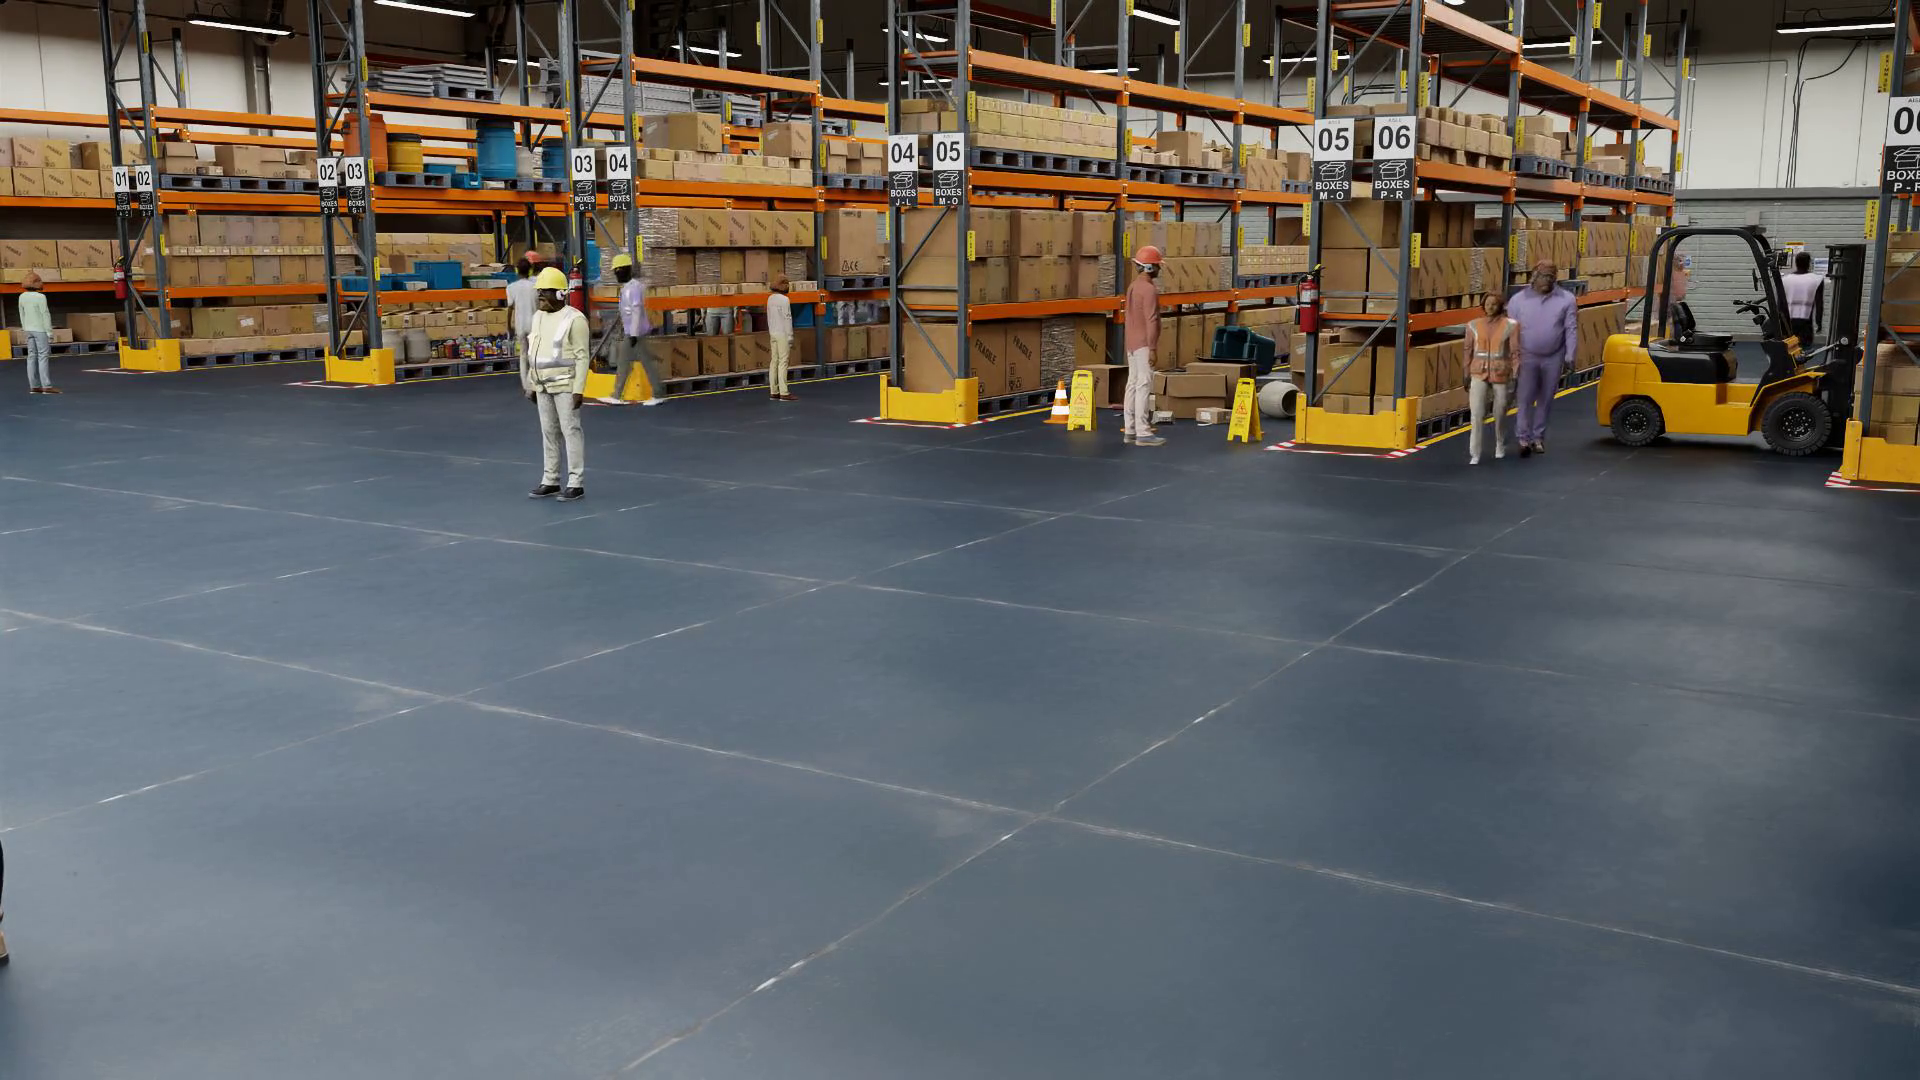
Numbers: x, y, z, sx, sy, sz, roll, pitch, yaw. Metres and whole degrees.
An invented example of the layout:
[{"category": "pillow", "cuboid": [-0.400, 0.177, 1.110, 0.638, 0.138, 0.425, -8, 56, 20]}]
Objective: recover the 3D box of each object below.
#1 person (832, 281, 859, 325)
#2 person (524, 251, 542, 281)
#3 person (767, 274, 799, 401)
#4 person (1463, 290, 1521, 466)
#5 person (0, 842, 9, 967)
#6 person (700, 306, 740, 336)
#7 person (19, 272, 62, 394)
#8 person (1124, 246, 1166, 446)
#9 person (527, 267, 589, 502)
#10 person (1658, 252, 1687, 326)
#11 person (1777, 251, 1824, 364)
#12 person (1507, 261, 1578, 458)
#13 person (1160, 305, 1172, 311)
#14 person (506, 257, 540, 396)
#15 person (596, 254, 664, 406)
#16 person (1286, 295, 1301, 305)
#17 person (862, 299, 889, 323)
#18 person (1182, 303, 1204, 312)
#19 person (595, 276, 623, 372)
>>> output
[{"category": "person", "cuboid": [-2.164, -4.514, 31.494, 0.512, 1.860, 0.350, -2, 10, -9]}, {"category": "person", "cuboid": [-6.174, -3.193, 23.938, 0.575, 1.904, 0.835, 7, 12, 33]}, {"category": "person", "cuboid": [-2.305, -2.612, 21.464, 0.281, 1.633, 0.500, -8, 13, -37]}, {"category": "person", "cuboid": [4.931, -1.514, 15.403, 0.524, 1.606, 0.837, 5, 11, 25]}, {"category": "person", "cuboid": [-2.749, 0.404, 4.393, 0.319, 1.696, 0.532, -3, 10, -15]}, {"category": "person", "cuboid": [-3.647, -3.441, 25.299, 0.625, 1.931, 0.376, 1, 10, 3]}, {"category": "person", "cuboid": [-12.433, -2.786, 22.424, 0.499, 1.636, 0.286, 4, 11, 21]}, {"category": "person", "cuboid": [1.855, -1.949, 16.733, 0.391, 1.995, 0.613, -3, 10, -14]}, {"category": "person", "cuboid": [-3.183, -1.220, 13.102, 0.586, 1.835, 0.403, 7, 12, 35]}, {"category": "person", "cuboid": [13.086, -4.340, 30.552, 0.642, 1.864, 0.951, -7, 13, -36]}, {"category": "person", "cuboid": [11.941, -3.148, 23.689, 0.608, 1.908, 0.519, 7, 12, 35]}, {"category": "person", "cuboid": [5.520, -1.711, 15.806, 0.640, 1.854, 0.965, 2, 10, 11]}, {"category": "person", "cuboid": [3.184, -3.721, 26.989, 0.559, 1.896, 0.997, 6, 12, 29]}, {"category": "person", "cuboid": [-5.706, -2.795, 21.900, 0.510, 1.843, 0.750, -1, 10, -6]}, {"category": "person", "cuboid": [-4.111, -2.584, 20.605, 0.923, 1.870, 0.733, -5, 11, -26]}, {"category": "person", "cuboid": [7.038, -5.231, 35.351, 0.544, 1.914, 0.683, -7, 12, -35]}, {"category": "person", "cuboid": [-1.706, -4.782, 33.307, 0.531, 1.753, 0.433, 6, 12, 30]}, {"category": "person", "cuboid": [3.939, -3.897, 28.672, 0.508, 1.628, 0.319, 1, 10, 7]}, {"category": "person", "cuboid": [-5.473, -3.550, 26.196, 0.619, 1.816, 0.428, 10, 14, 43]}]
